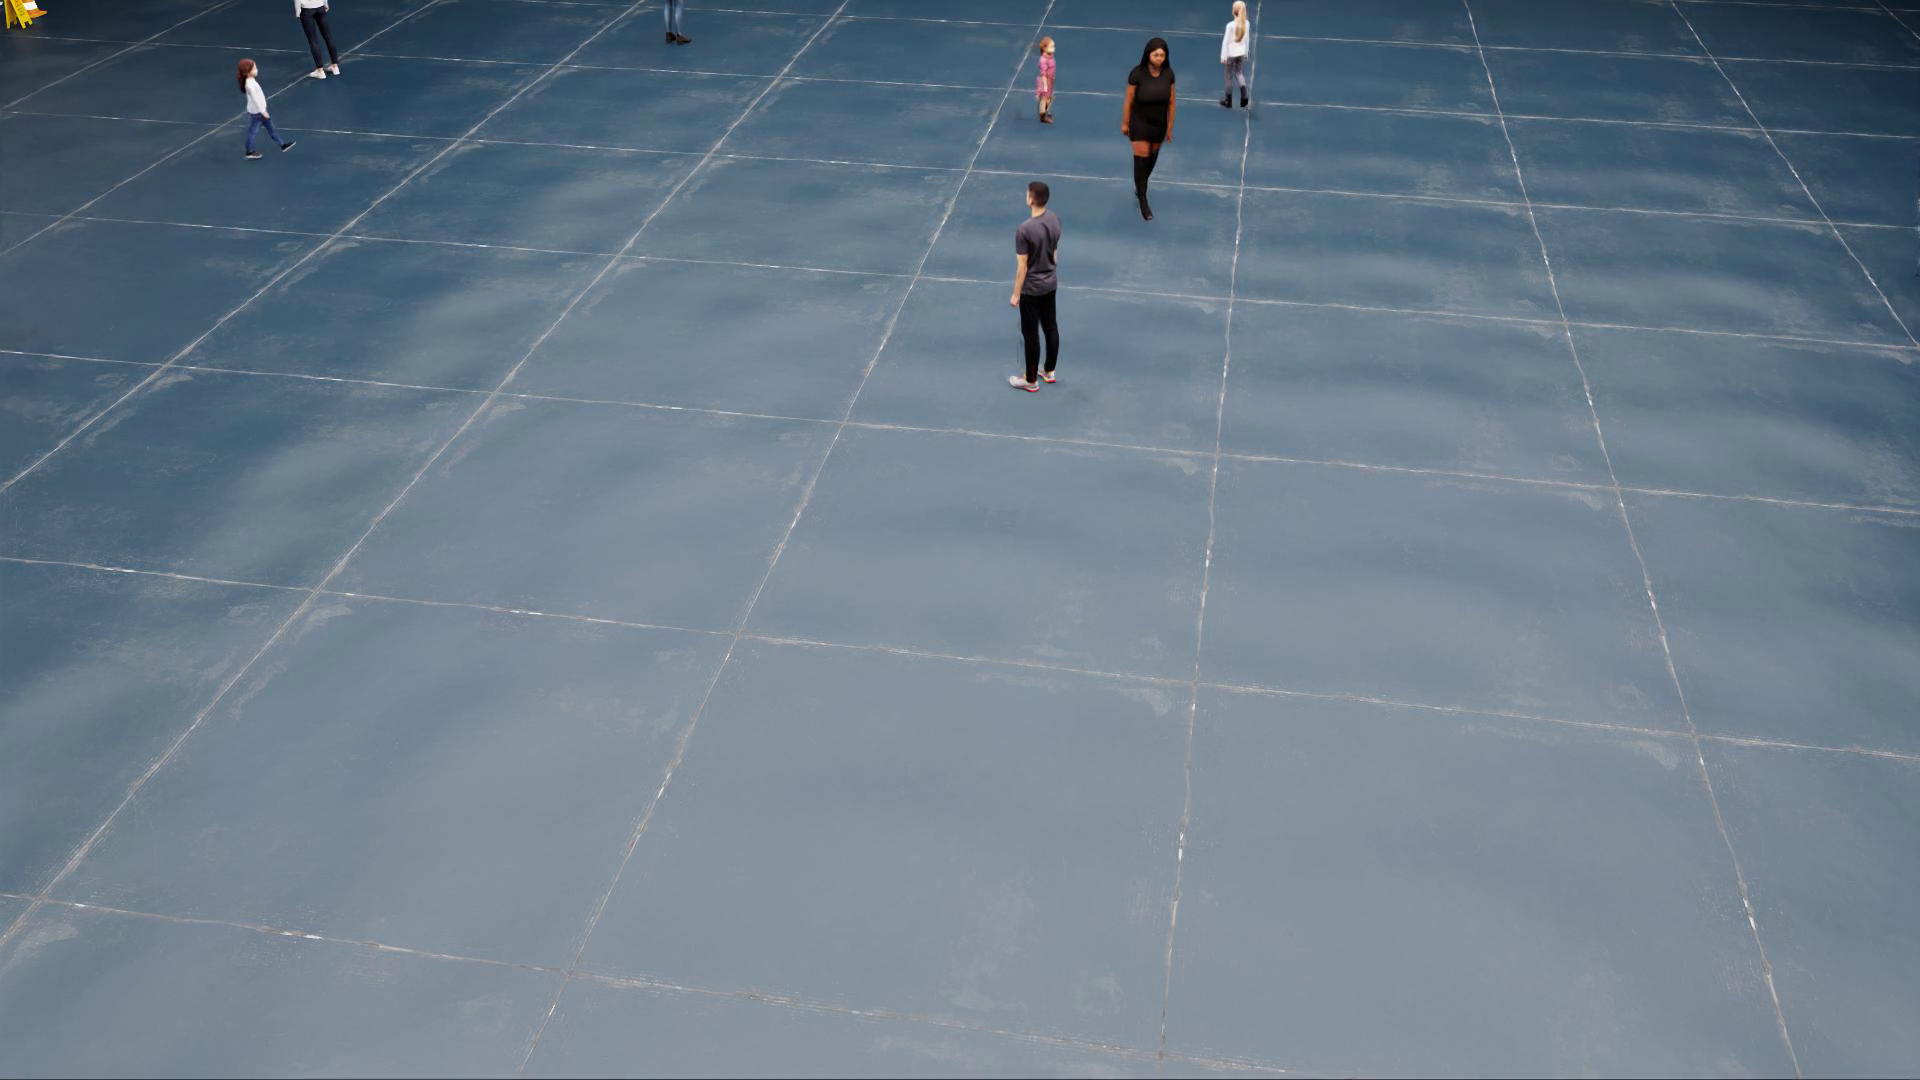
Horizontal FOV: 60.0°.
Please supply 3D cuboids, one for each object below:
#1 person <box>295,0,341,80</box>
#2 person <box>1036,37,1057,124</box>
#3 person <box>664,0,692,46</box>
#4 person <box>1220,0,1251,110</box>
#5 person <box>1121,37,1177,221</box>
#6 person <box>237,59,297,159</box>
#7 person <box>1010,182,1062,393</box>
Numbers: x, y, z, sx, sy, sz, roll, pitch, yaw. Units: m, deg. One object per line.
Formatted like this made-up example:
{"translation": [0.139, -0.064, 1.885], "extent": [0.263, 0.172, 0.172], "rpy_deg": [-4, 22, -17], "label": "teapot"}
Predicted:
{"translation": [-8.168, -6.707, 20.979], "extent": [0.710, 1.700, 0.705], "rpy_deg": [23, 39, 32], "label": "person"}
{"translation": [0.977, -5.420, 19.582], "extent": [0.479, 1.014, 0.468], "rpy_deg": [13, 35, 20], "label": "person"}
{"translation": [-3.869, -7.507, 22.310], "extent": [0.643, 1.634, 0.753], "rpy_deg": [17, 36, 25], "label": "person"}
{"translation": [3.329, -5.785, 19.921], "extent": [0.687, 1.270, 0.726], "rpy_deg": [-14, 35, -21], "label": "person"}
{"translation": [1.895, -4.211, 16.933], "extent": [1.175, 1.795, 0.975], "rpy_deg": [-5, 33, -8], "label": "person"}
{"translation": [-7.892, -4.788, 18.516], "extent": [0.833, 1.082, 0.636], "rpy_deg": [-7, 33, -11], "label": "person"}
{"translation": [0.630, -2.065, 13.562], "extent": [0.729, 1.763, 0.715], "rpy_deg": [28, 41, 36], "label": "person"}
